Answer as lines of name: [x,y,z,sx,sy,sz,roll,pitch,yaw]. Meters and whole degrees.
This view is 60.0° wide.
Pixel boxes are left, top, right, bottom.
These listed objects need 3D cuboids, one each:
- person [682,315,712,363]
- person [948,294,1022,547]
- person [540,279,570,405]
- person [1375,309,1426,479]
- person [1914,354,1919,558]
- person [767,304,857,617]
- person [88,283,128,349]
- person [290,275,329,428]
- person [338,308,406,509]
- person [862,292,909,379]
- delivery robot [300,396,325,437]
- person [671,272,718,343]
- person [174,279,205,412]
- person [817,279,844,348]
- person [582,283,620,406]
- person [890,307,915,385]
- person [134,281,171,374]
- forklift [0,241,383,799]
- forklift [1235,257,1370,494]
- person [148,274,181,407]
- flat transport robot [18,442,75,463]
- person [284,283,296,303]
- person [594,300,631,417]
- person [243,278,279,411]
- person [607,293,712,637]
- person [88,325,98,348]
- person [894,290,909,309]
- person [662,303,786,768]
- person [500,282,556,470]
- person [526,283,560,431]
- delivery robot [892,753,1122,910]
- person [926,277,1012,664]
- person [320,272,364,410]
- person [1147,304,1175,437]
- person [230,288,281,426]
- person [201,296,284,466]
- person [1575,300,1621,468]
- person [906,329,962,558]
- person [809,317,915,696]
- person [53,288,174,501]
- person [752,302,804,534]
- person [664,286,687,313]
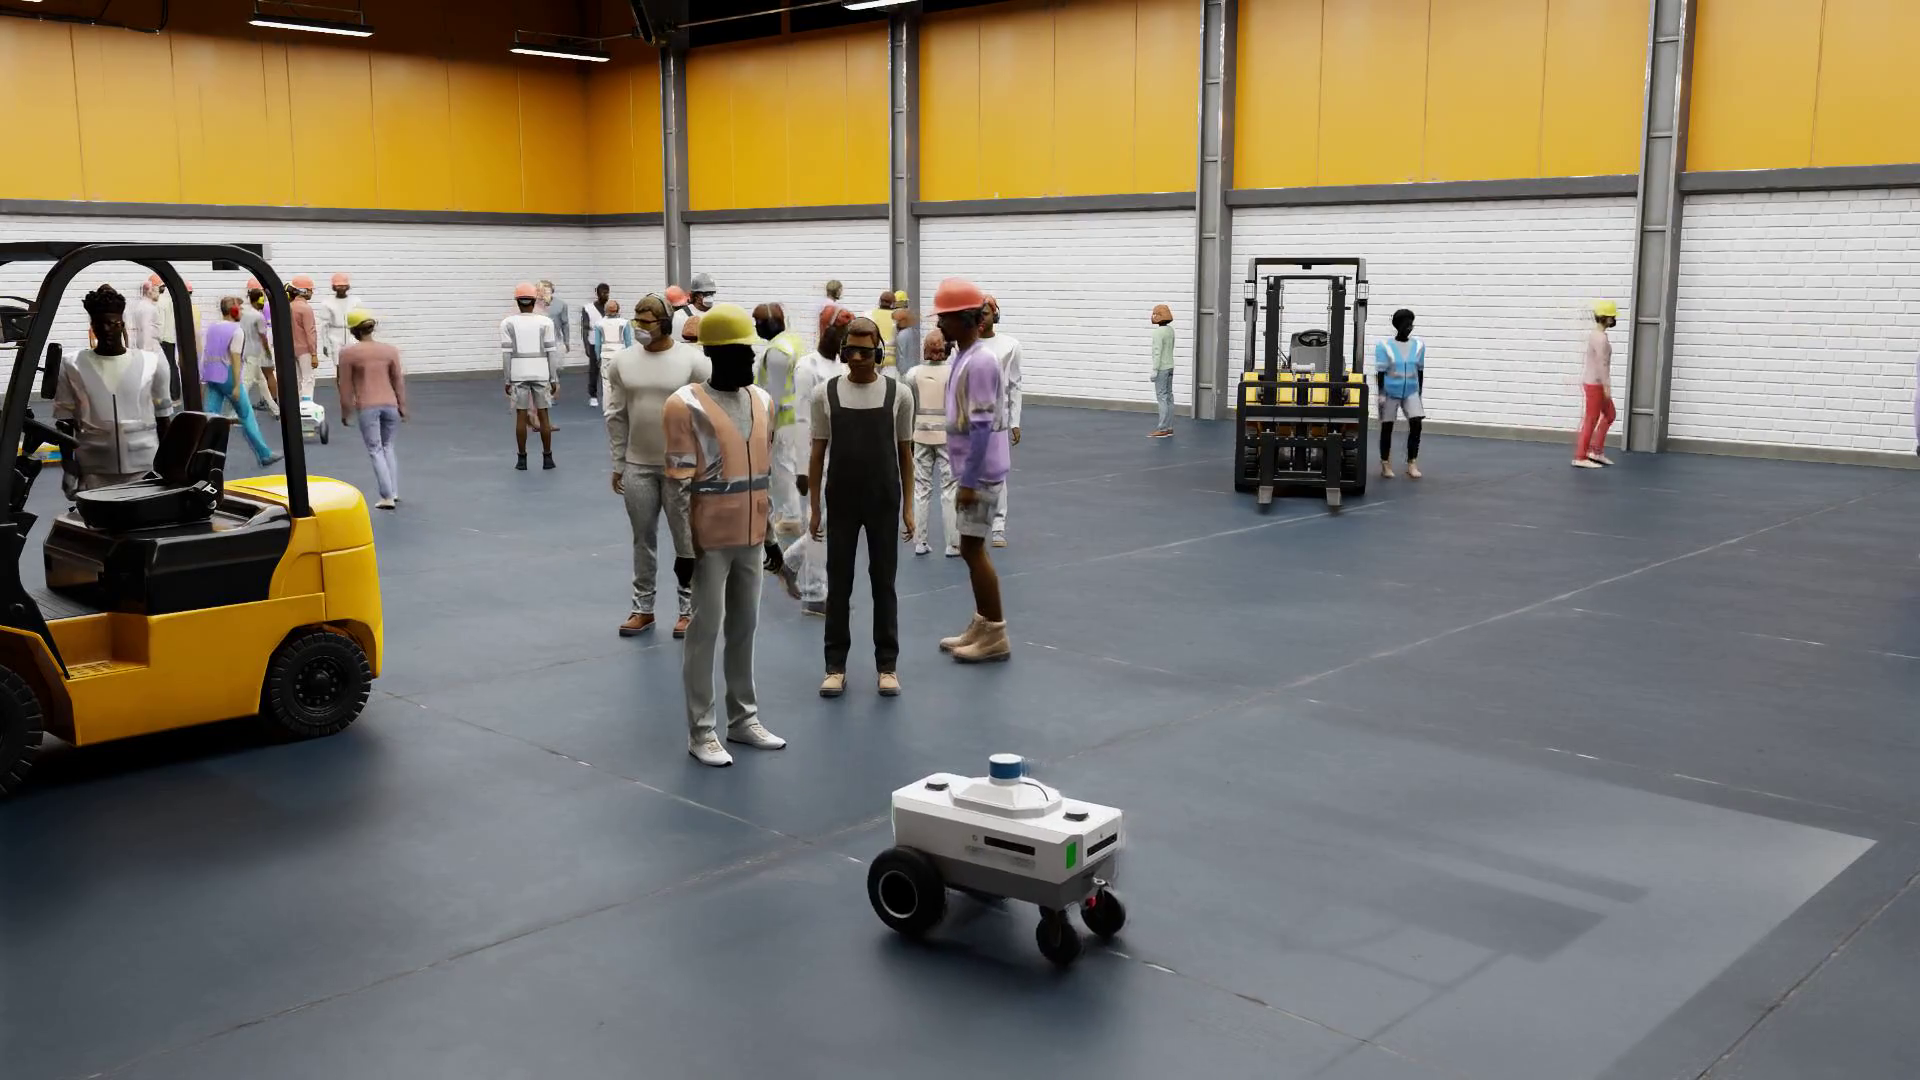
person: [-2.500,-1.311,15.795,0.502,1.633,0.280,2,9,10]
person: [0.172,-0.884,12.416,0.574,1.883,0.355,1,9,9]
person: [-6.290,-3.019,25.392,0.644,1.919,0.514,-5,11,-30]
person: [4.316,-1.417,16.295,0.538,1.679,0.604,-1,9,-5]
person: [6.688,-0.672,11.041,0.641,1.909,0.409,9,13,43]
person: [-0.881,-0.476,9.982,0.552,1.868,0.649,3,10,20]
person: [-11.658,-2.574,22.813,0.512,1.874,0.328,-6,11,-33]
person: [-8.437,-2.407,21.419,0.618,1.989,0.392,9,13,42]
person: [-5.075,-1.135,14.404,0.538,1.735,0.607,-9,13,-43]
person: [-0.960,-2.182,20.687,0.682,1.781,0.939,1,9,5]
delivery robot: [-7.777,-1.472,19.794,0.477,0.478,0.707,-3,10,-15]
person: [-2.499,-1.614,16.405,0.678,2.000,0.536,-8,12,-42]
person: [-10.264,-2.491,22.100,0.354,1.939,0.544,-1,9,-7]
person: [-1.680,-2.582,22.678,0.534,1.930,0.668,-4,10,-22]
person: [-5.354,-2.896,24.855,0.592,1.862,1.040,-4,10,-23]
person: [-0.625,-2.073,20.524,0.642,1.605,0.526,2,10,15]
person: [-11.879,-2.852,24.465,0.437,1.885,0.669,-6,11,-34]
forklift: [-3.706,-0.171,7.093,1.214,2.155,2.313,9,13,43]
forklift: [3.309,-1.629,16.029,1.214,2.155,2.313,2,9,11]
person: [-12.000,-2.998,25.035,0.395,1.993,0.614,-1,9,-8]
flat transport robot: [-9.523,-0.946,17.724,1.431,0.197,0.652,-7,11,-35]
person: [-9.426,-2.690,23.526,0.316,1.870,0.531,2,9,11]
person: [-4.849,-2.536,23.285,0.514,1.642,0.310,-1,9,-3]
person: [-10.241,-2.857,24.346,0.364,1.935,0.553,-8,12,-41]
person: [-1.676,-0.413,9.370,0.630,1.935,0.369,2,9,12]
person: [-10.837,-2.216,21.154,0.318,1.697,0.535,0,9,-1]
person: [-0.906,-2.910,25.261,0.299,1.745,0.483,-7,12,-37]
person: [-0.975,-0.027,7.017,0.365,1.928,0.594,7,12,37]
person: [-4.439,-1.685,17.158,0.543,1.938,0.357,-2,10,-14]
person: [-5.291,-2.305,21.087,0.430,1.890,0.677,-2,10,-15]
delivery robot: [0.142,0.911,5.184,0.707,0.478,0.477,6,11,34]
person: [0.046,-0.367,8.803,0.443,2.028,0.628,-2,9,-10]
person: [-8.972,-2.885,24.249,0.626,2.025,0.556,-4,10,-25]
person: [2.492,-2.083,20.526,0.281,1.634,0.498,5,11,30]
person: [-9.339,-2.430,22.108,0.525,1.809,0.949,9,13,43]
person: [-7.519,-1.615,17.191,0.567,1.784,0.968,5,11,30]
person: [6.681,-1.608,17.263,0.547,1.747,0.546,3,10,15]
person: [-0.158,-0.692,11.983,0.518,1.639,0.312,4,10,25]
person: [-0.476,-0.155,8.063,0.514,1.842,0.328,0,9,-3]
person: [-4.750,-0.432,9.390,0.609,1.965,0.369,-5,11,-28]
person: [-1.416,-0.929,12.883,0.465,1.818,0.646,0,9,1]
person: [-3.168,-1.934,18.863,0.418,1.881,0.654,3,10,15]
